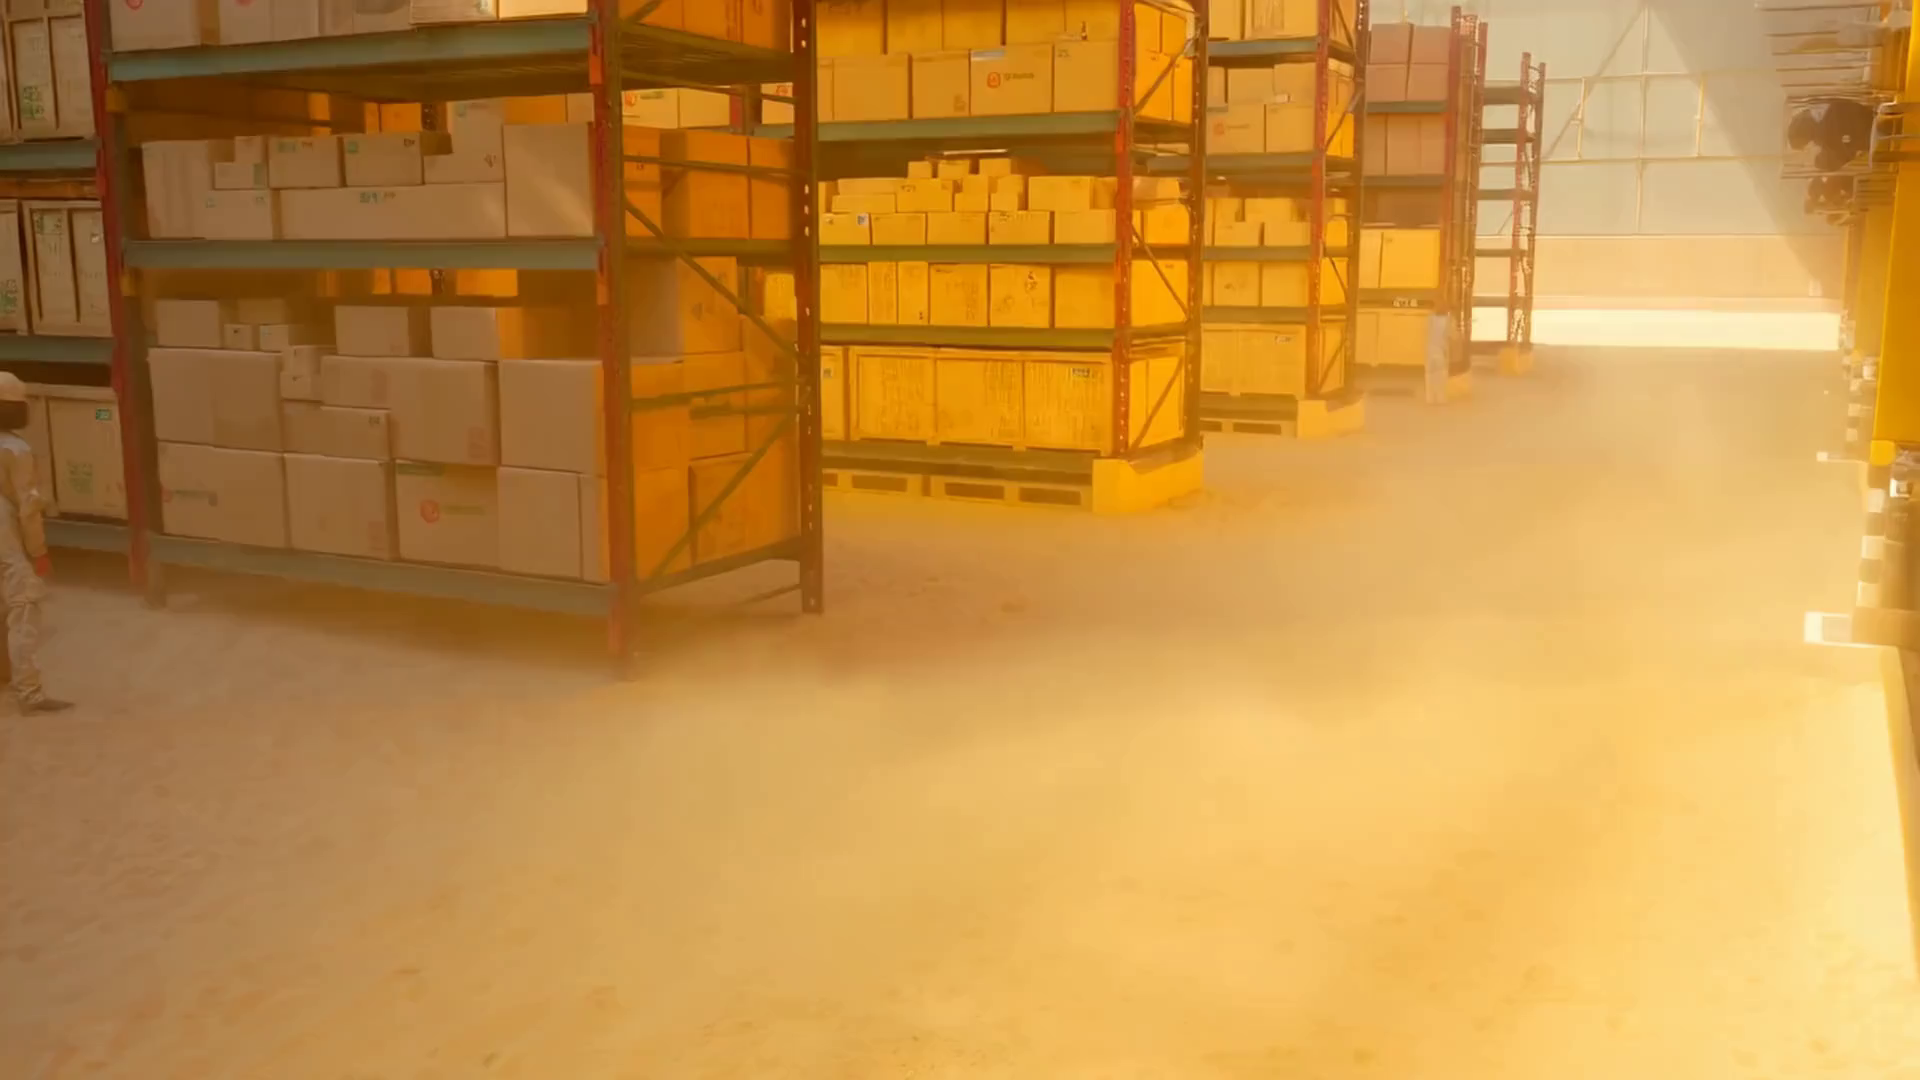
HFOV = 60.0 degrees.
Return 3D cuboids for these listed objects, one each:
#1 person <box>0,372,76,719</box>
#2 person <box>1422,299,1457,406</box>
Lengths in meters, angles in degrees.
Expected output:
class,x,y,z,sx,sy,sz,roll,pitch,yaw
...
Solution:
class,x,y,z,sx,sy,sz,roll,pitch,yaw
person,-4.774,0.025,8.396,0.492,1.740,0.324,5,11,27
person,7.350,-2.870,25.499,0.522,1.624,0.354,6,11,29
